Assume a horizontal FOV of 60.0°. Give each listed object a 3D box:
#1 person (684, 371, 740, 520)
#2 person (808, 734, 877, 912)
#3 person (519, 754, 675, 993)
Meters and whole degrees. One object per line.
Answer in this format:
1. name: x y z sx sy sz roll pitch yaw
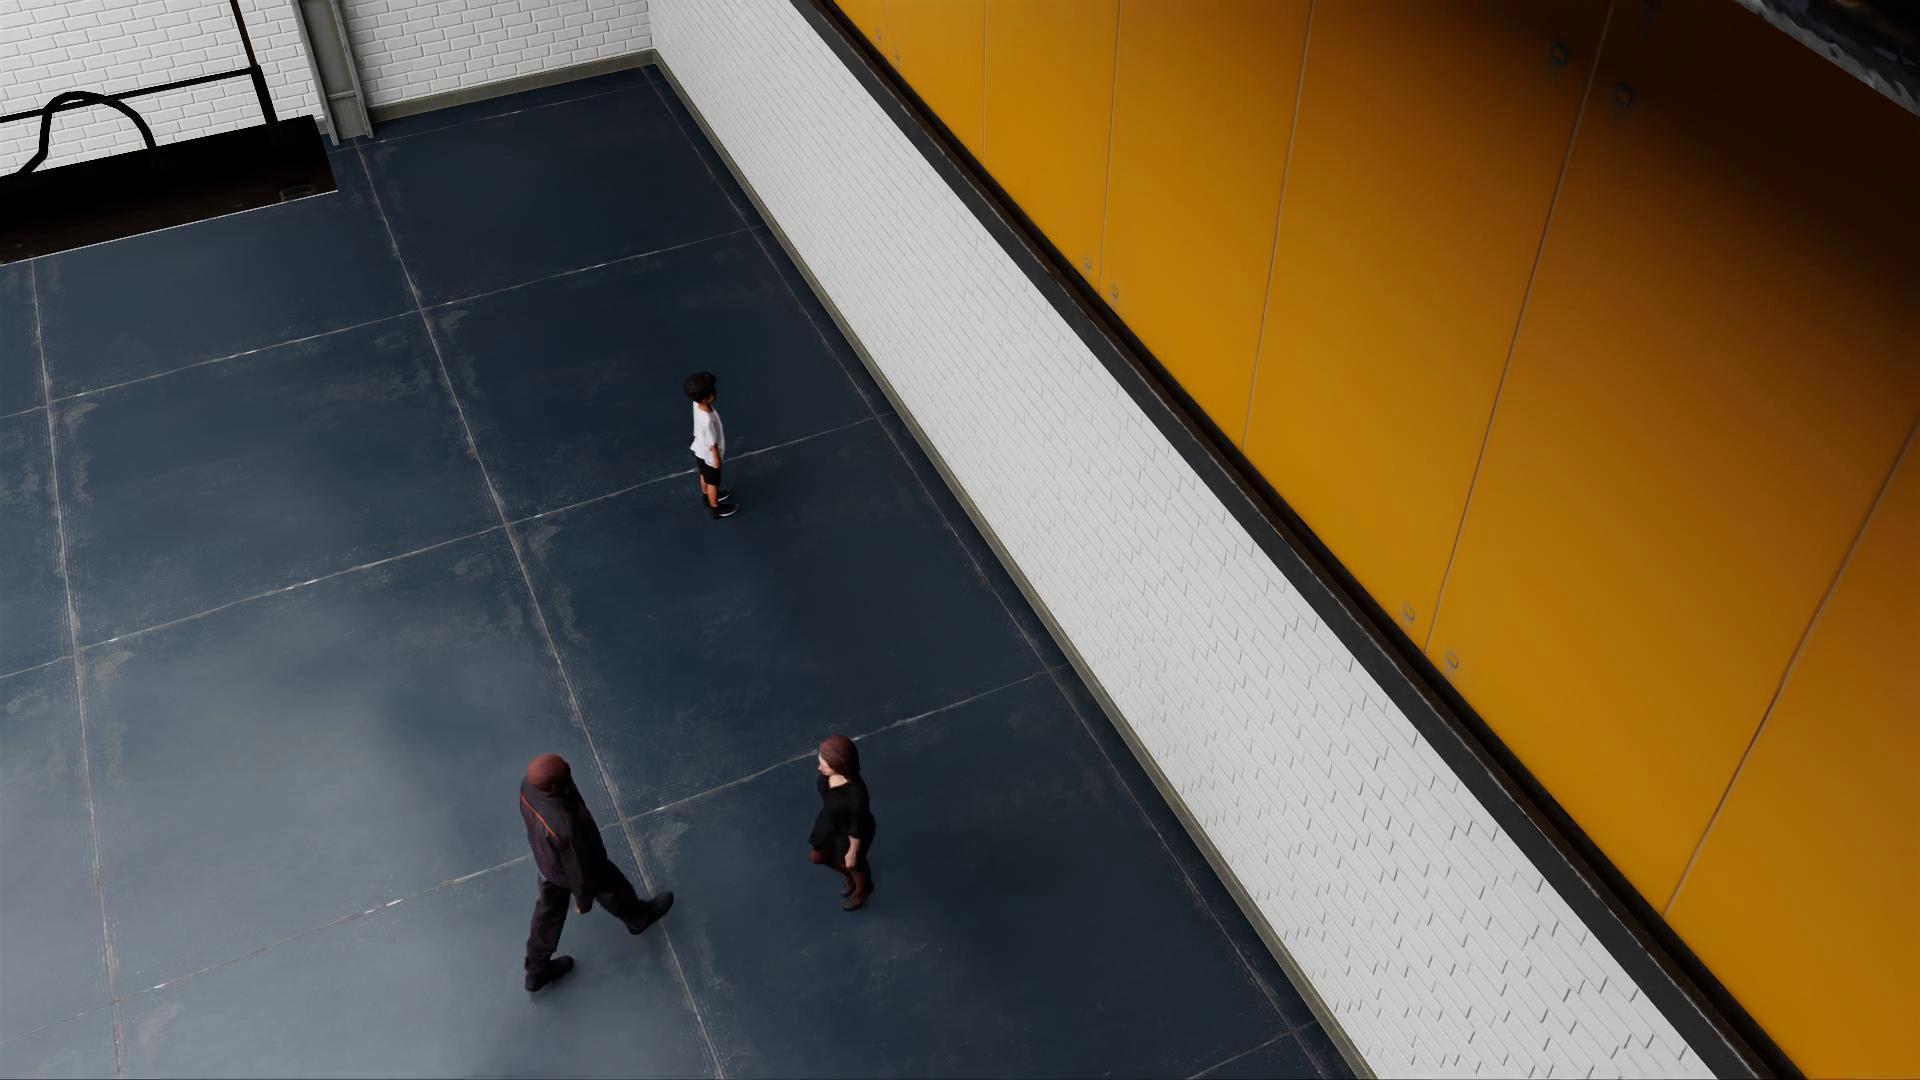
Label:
1. person: -1.831 -0.686 12.066 0.497 1.256 0.483 -15 46 -15
2. person: -0.548 1.592 9.364 0.616 1.686 0.646 -21 47 -21
3. person: -2.209 1.811 9.056 1.006 1.793 1.313 34 53 30
